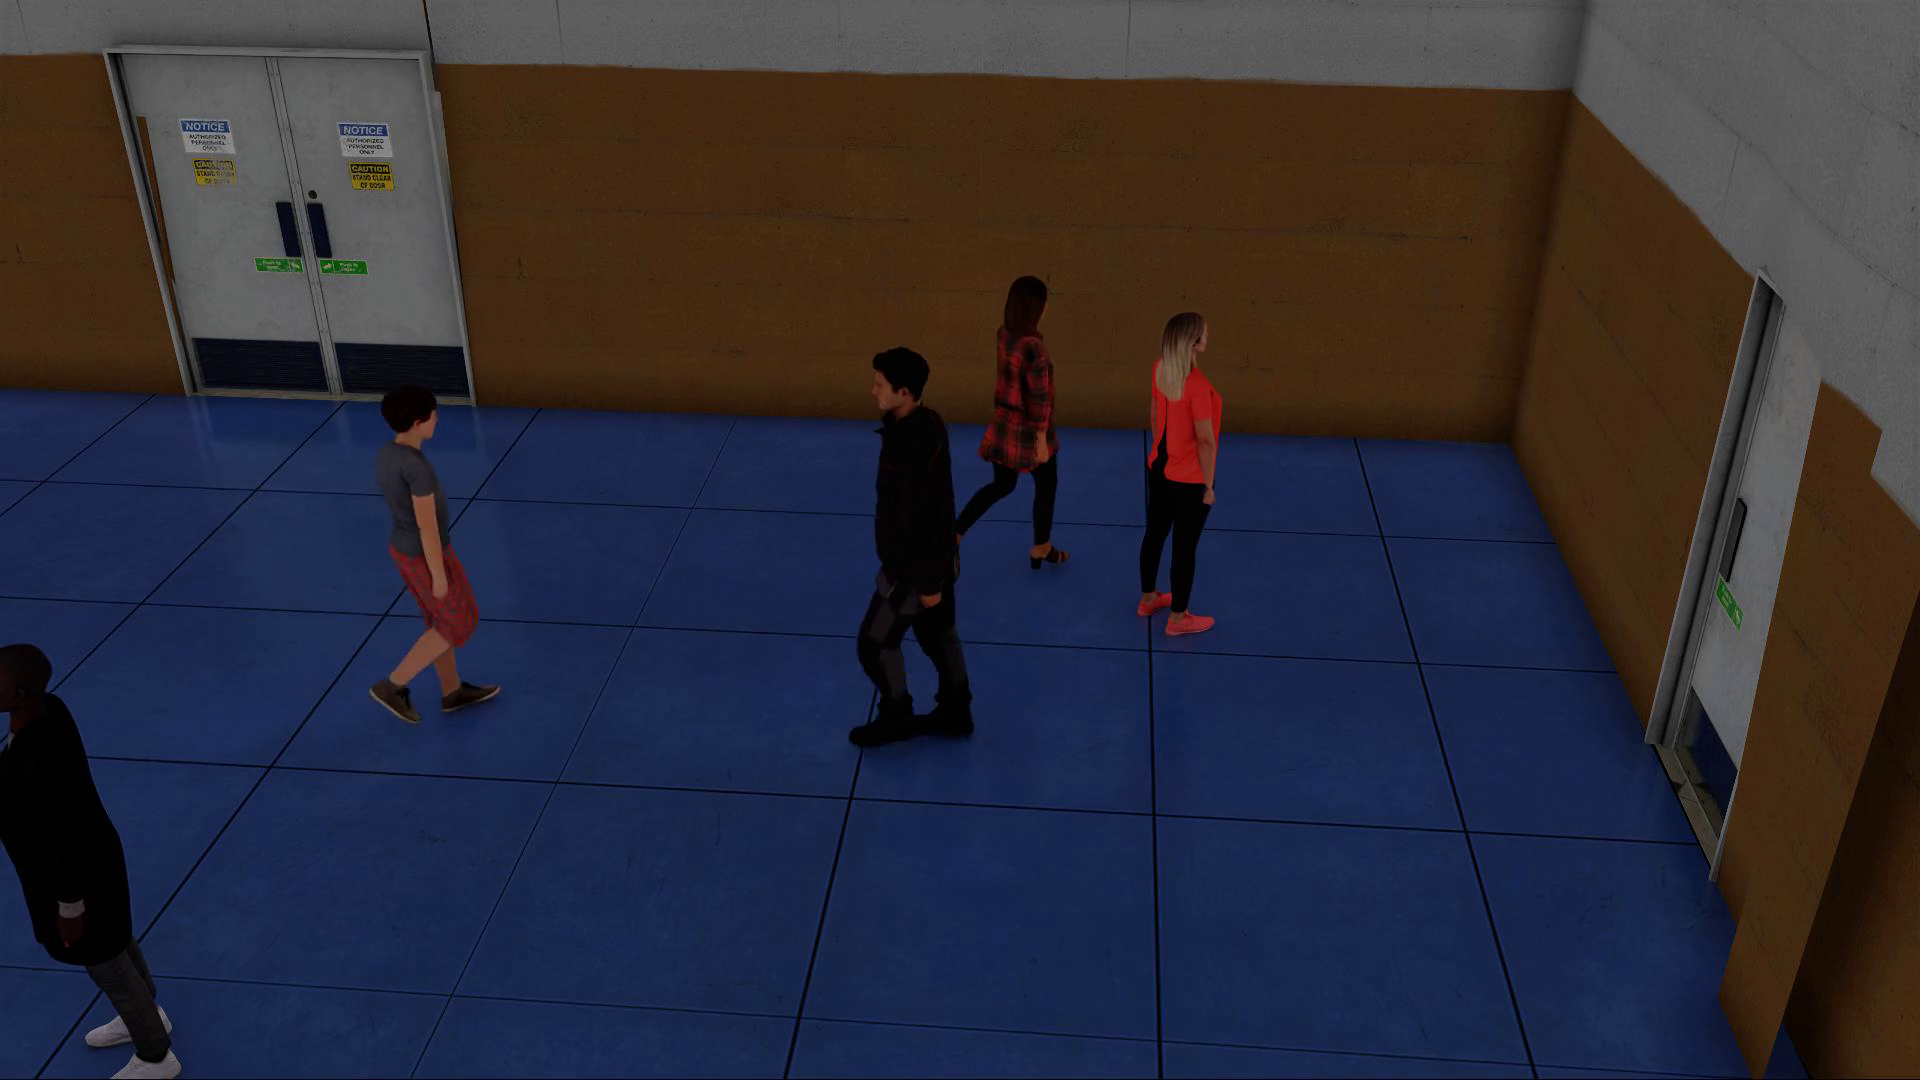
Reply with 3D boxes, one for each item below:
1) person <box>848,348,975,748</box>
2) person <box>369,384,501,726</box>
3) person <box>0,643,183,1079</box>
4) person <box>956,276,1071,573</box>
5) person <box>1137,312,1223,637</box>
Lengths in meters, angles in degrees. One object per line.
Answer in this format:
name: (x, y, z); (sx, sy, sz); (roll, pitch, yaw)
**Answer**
person: (-0.088, 0.068, 7.297); (0.802, 1.925, 0.751); (1, 29, 2)
person: (-2.498, 0.112, 7.507); (0.929, 1.635, 0.892); (-16, 33, -27)
person: (-2.942, 1.101, 5.576); (0.789, 1.762, 0.675); (-14, 31, -23)
person: (0.239, -0.534, 8.662); (1.041, 1.676, 1.061); (-16, 32, -26)
person: (1.083, -0.332, 8.272); (0.738, 1.694, 0.645); (-15, 32, -26)
